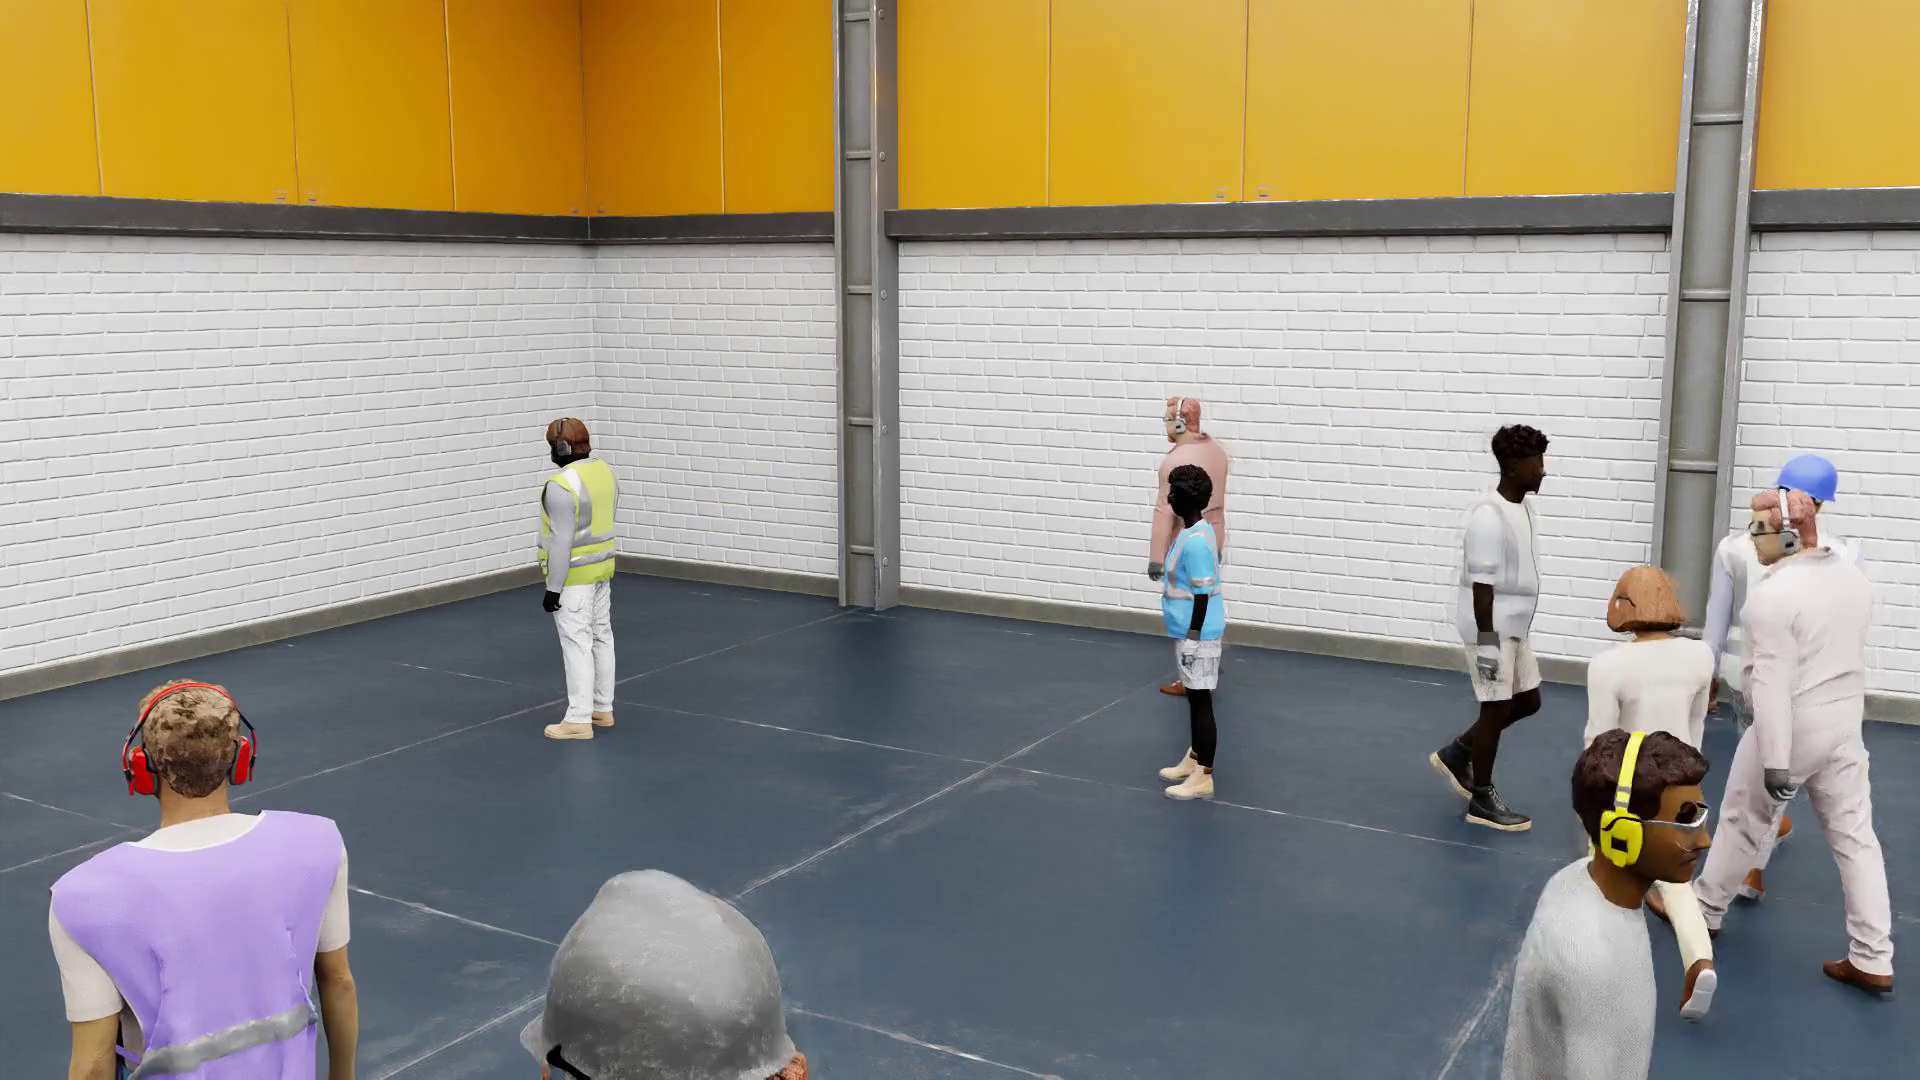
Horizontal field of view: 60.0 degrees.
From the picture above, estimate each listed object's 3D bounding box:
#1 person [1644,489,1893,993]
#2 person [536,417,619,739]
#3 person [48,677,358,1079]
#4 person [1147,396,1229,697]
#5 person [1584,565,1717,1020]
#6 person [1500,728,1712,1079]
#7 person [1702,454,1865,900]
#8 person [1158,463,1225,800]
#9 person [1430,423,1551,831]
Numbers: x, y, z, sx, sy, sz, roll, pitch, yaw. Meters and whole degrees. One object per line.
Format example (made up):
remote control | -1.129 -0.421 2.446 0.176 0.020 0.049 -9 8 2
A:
person | 3.150 0.725 6.283 0.657 1.848 0.975 -4 10 -25
person | -2.195 0.216 9.513 0.429 1.838 0.621 3 9 17
person | -1.488 1.195 3.372 0.570 1.843 0.372 -9 13 -43
person | 1.406 0.048 10.396 0.455 1.886 0.672 7 11 35
person | 2.477 0.895 5.966 0.489 1.606 0.653 -1 9 -6
person | 1.238 1.247 3.123 0.960 1.818 0.539 5 10 28
person | 3.539 0.572 7.207 0.596 1.886 1.076 8 12 40
person | 1.177 0.460 8.410 0.322 1.699 0.536 1 9 5
person | 2.551 0.406 7.951 0.459 1.950 0.610 7 11 36
